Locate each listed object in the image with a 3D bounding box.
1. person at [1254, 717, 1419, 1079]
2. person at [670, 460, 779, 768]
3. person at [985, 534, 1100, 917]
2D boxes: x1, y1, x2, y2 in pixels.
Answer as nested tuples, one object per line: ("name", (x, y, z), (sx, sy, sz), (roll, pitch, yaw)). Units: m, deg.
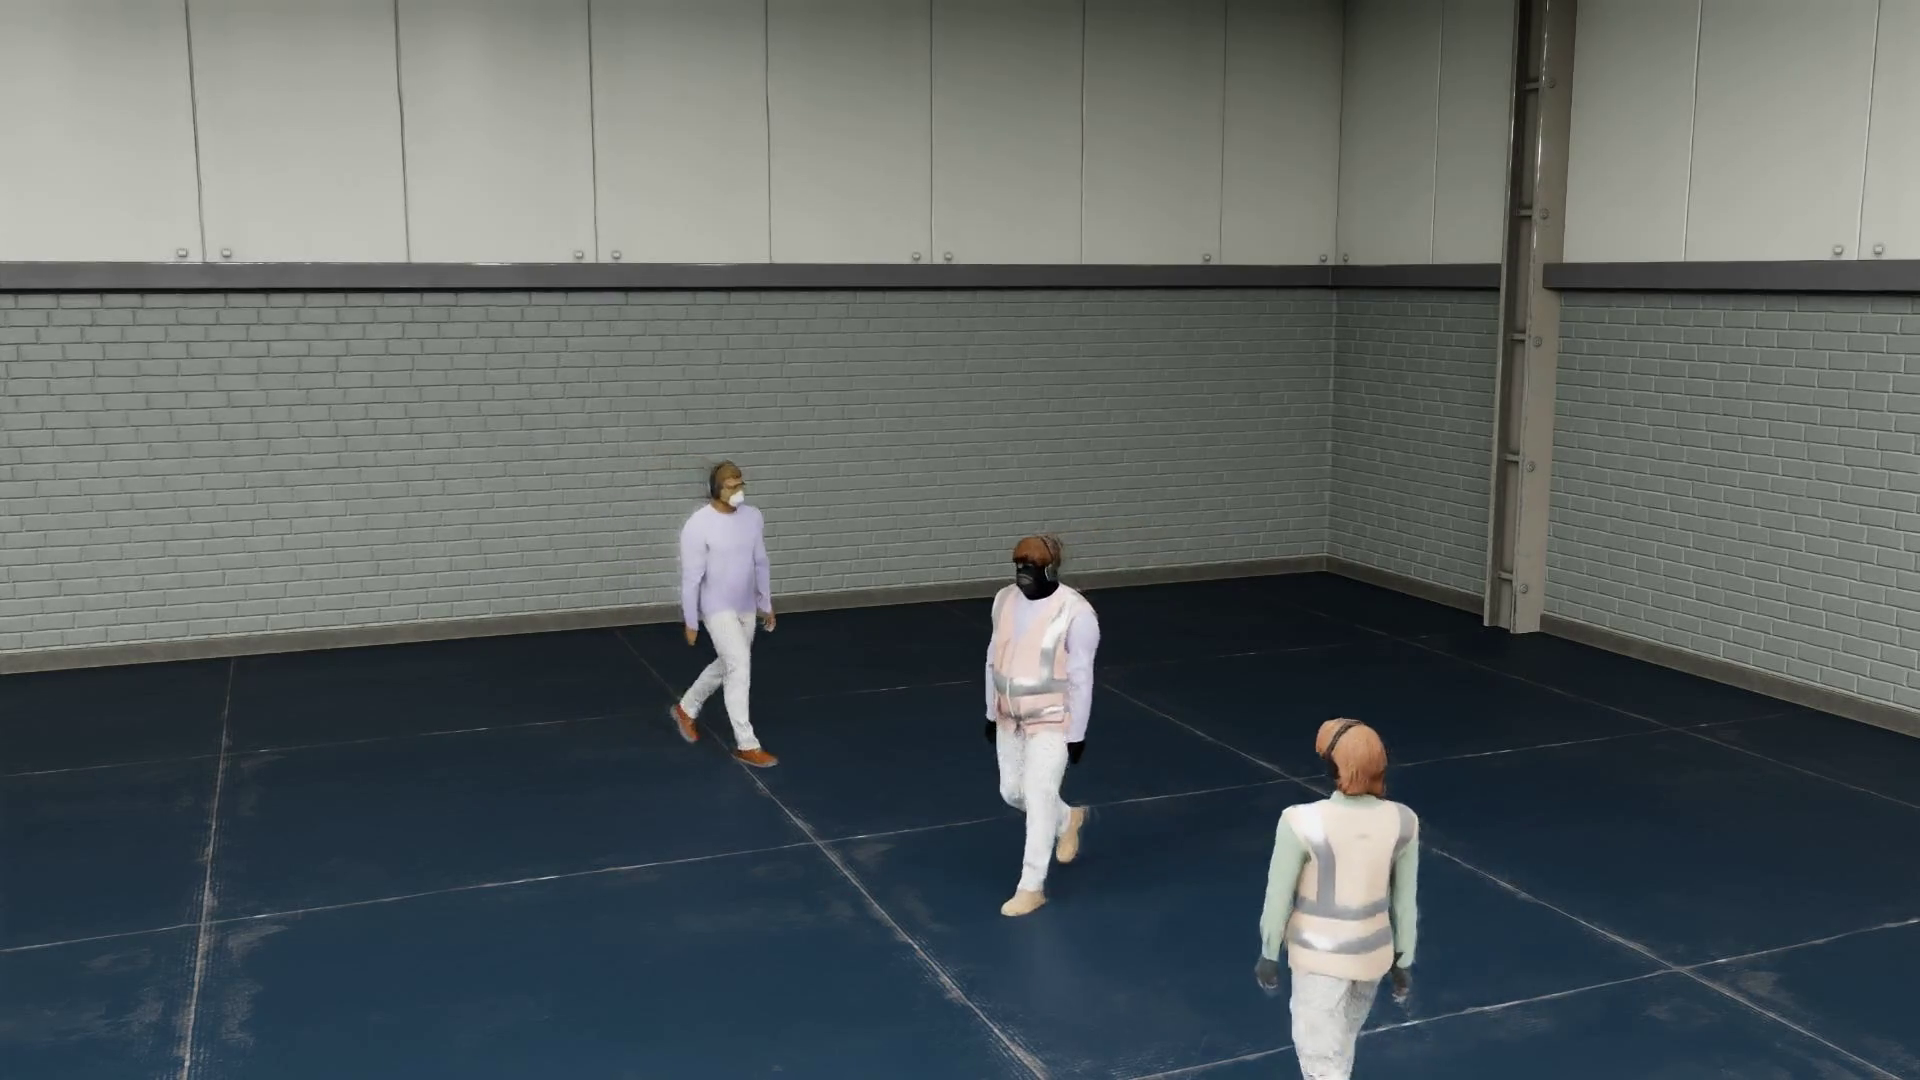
("person", (1.260, 1.379, 5.401), (0.513, 1.613, 0.784), (-3, 10, -20))
("person", (-1.517, 0.432, 10.453), (0.939, 1.910, 0.629), (6, 11, 34))
("person", (0.425, 0.855, 8.078), (0.631, 1.820, 0.719), (9, 12, 43))
